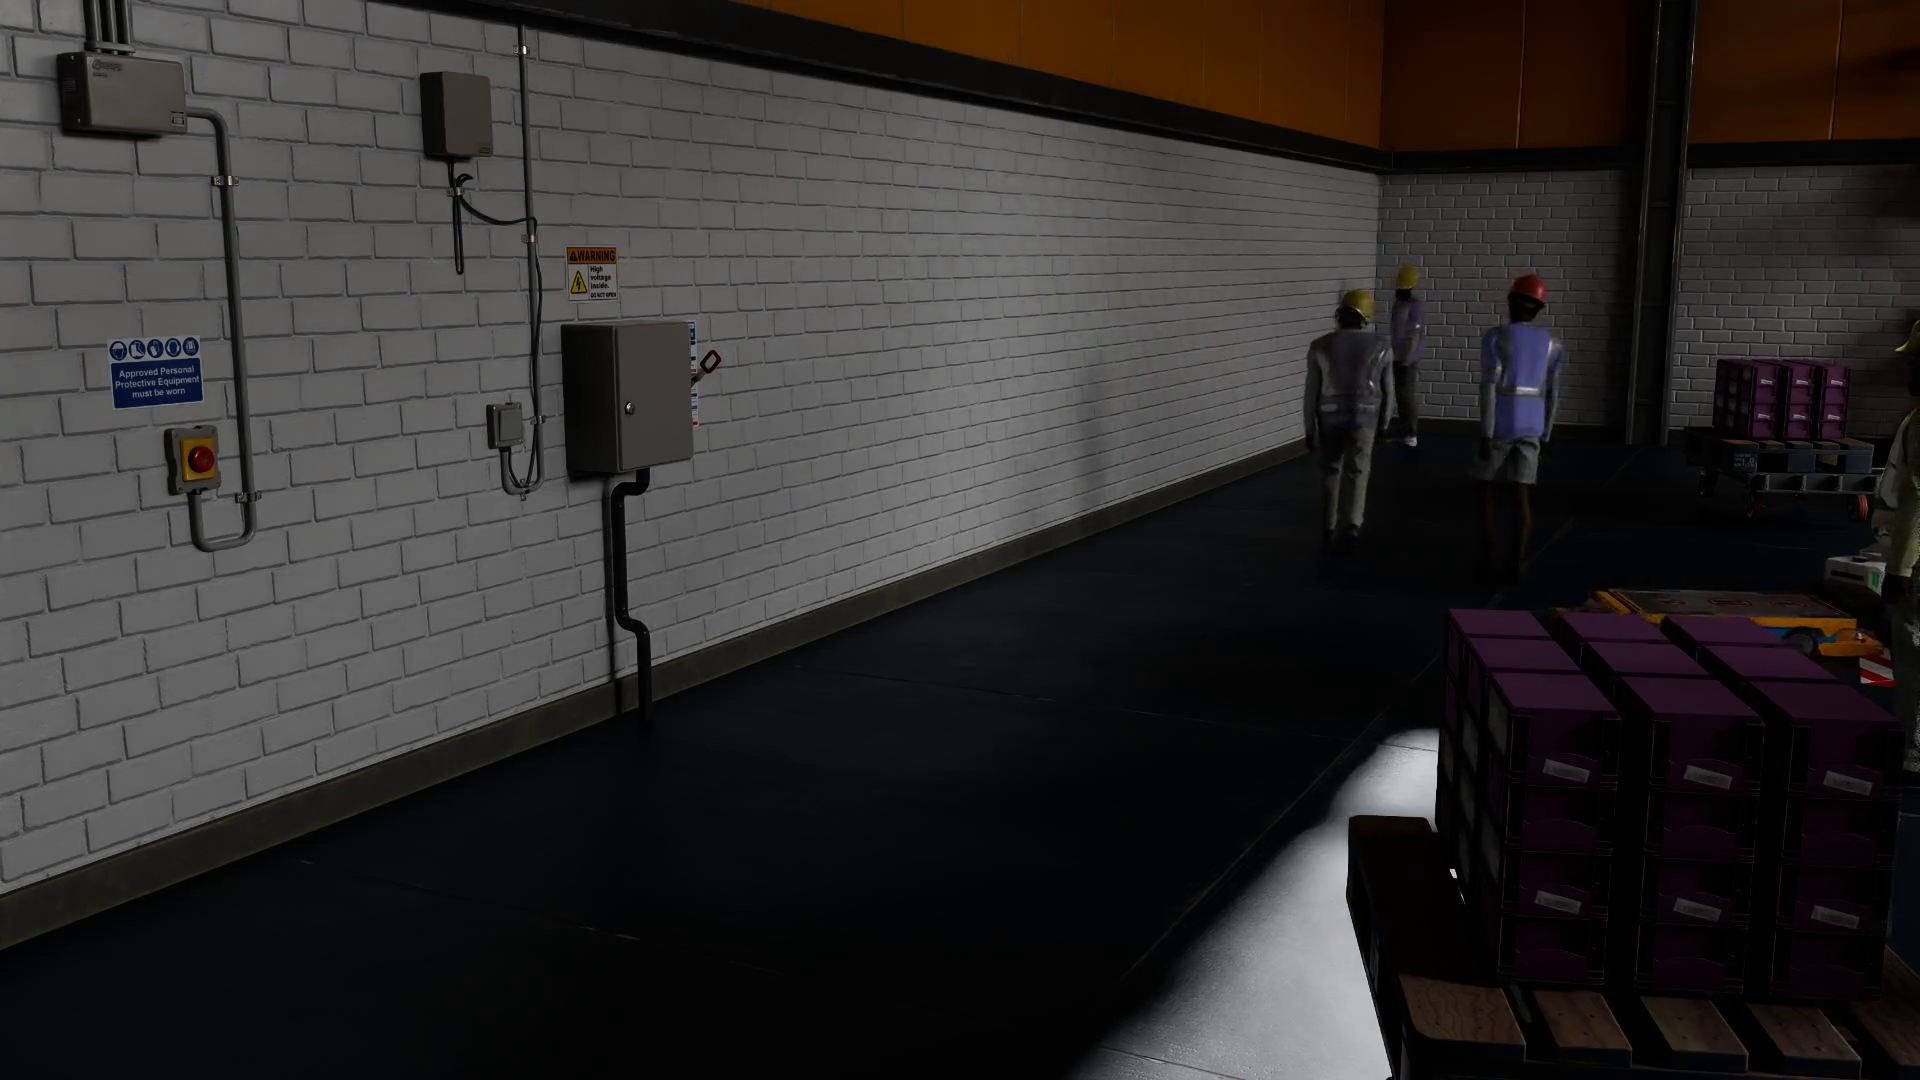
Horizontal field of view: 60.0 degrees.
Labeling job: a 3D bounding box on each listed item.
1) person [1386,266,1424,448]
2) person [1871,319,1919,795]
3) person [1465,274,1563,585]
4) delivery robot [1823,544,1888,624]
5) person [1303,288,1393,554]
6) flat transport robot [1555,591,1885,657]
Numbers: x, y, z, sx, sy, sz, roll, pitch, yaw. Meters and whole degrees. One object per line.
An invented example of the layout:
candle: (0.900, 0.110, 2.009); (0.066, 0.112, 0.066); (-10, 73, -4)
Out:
person: (4.651, -1.909, 17.414); (0.410, 1.887, 0.661); (-1, 10, -7)
person: (3.652, 0.040, 6.264); (0.592, 1.826, 0.403); (-8, 13, -39)
person: (3.435, -0.679, 10.246); (0.555, 1.887, 0.568); (-1, 10, -7)
delivery robot: (4.934, 0.190, 8.802); (0.707, 0.478, 0.477); (-5, 11, -25)
person: (2.644, -0.815, 11.341); (0.599, 1.792, 0.879); (3, 10, 15)
flat transport robot: (3.886, 0.416, 8.583); (1.431, 0.197, 0.652); (1, 10, 7)
